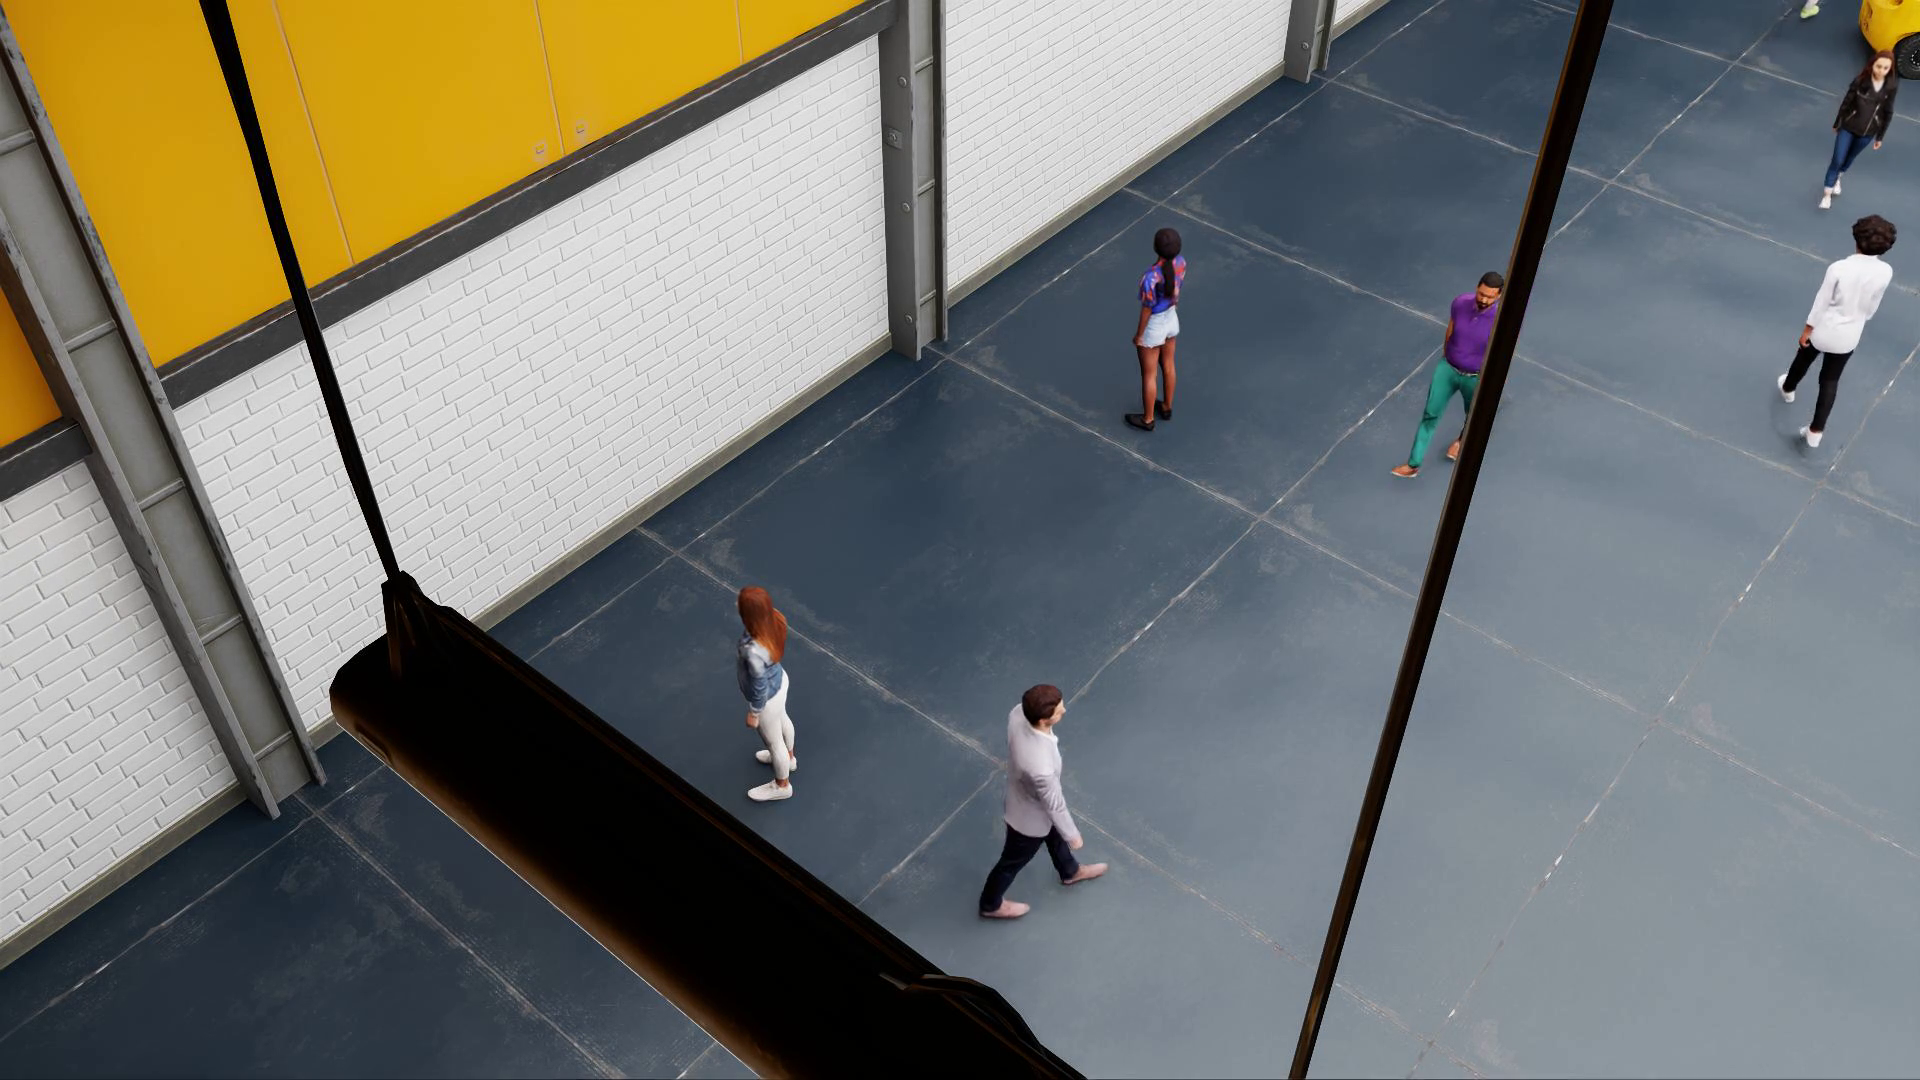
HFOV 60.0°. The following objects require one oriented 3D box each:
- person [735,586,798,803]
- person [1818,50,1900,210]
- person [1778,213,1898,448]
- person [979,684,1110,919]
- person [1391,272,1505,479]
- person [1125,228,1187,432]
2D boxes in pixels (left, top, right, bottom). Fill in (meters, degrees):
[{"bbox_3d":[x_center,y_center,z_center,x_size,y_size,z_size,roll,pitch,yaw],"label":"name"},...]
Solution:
[{"bbox_3d":[-1.125,0.892,9.805,0.748,1.703,0.650,3,44,4],"label":"person"},{"bbox_3d":[8.004,-3.701,14.813,0.782,1.444,1.013,13,45,13],"label":"person"},{"bbox_3d":[6.497,-1.503,12.271,0.977,1.768,1.215,8,44,8],"label":"person"},{"bbox_3d":[0.299,1.472,9.113,1.146,1.817,1.075,-3,44,-4],"label":"person"},{"bbox_3d":[3.707,-1.237,12.026,0.619,1.722,1.101,31,52,29],"label":"person"},{"bbox_3d":[1.474,-1.573,12.363,0.498,1.742,0.678,-32,52,-29],"label":"person"}]
